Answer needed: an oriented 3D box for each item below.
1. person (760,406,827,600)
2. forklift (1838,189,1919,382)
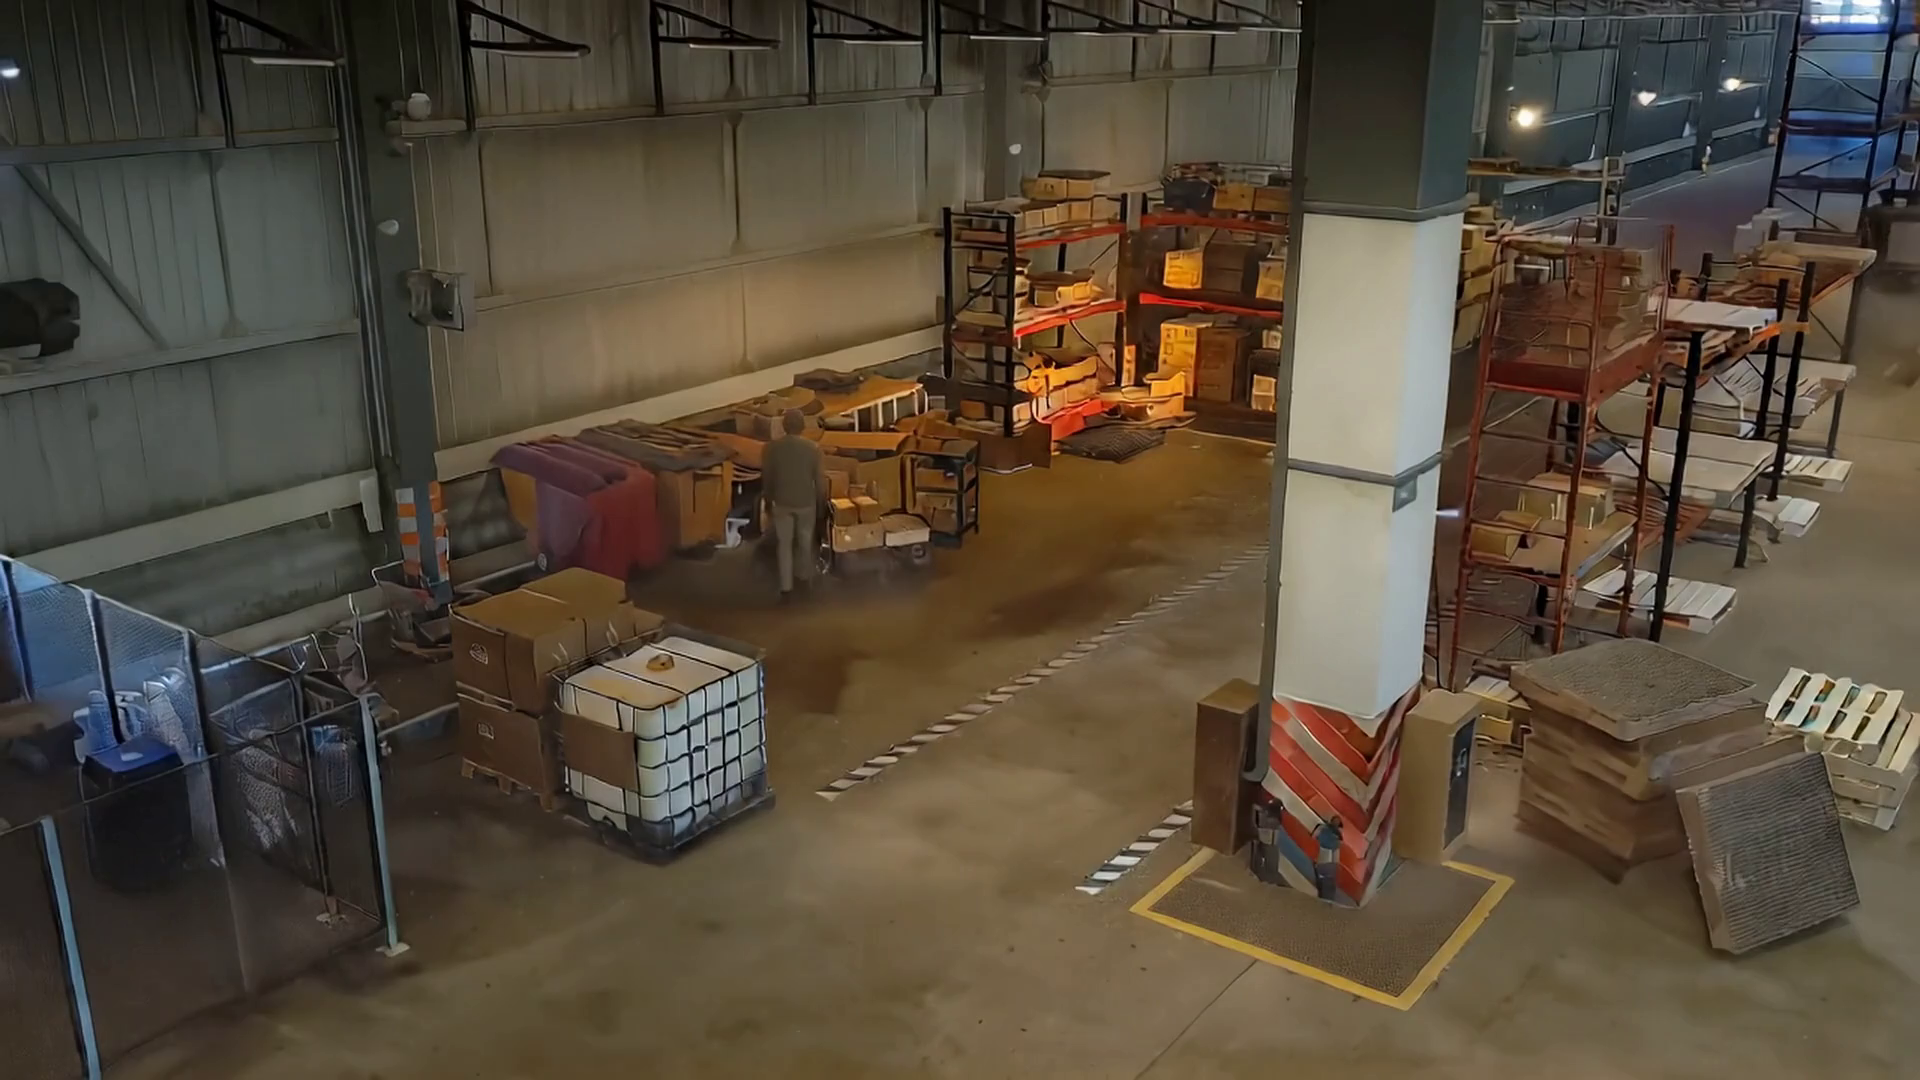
[{"bbox_3d":[-1.605,-0.359,16.211,0.635,1.936,0.364,-1,18,-4],"label":"person"},{"bbox_3d":[14.689,-4.050,26.013,1.129,2.768,1.873,13,22,34],"label":"forklift"}]
